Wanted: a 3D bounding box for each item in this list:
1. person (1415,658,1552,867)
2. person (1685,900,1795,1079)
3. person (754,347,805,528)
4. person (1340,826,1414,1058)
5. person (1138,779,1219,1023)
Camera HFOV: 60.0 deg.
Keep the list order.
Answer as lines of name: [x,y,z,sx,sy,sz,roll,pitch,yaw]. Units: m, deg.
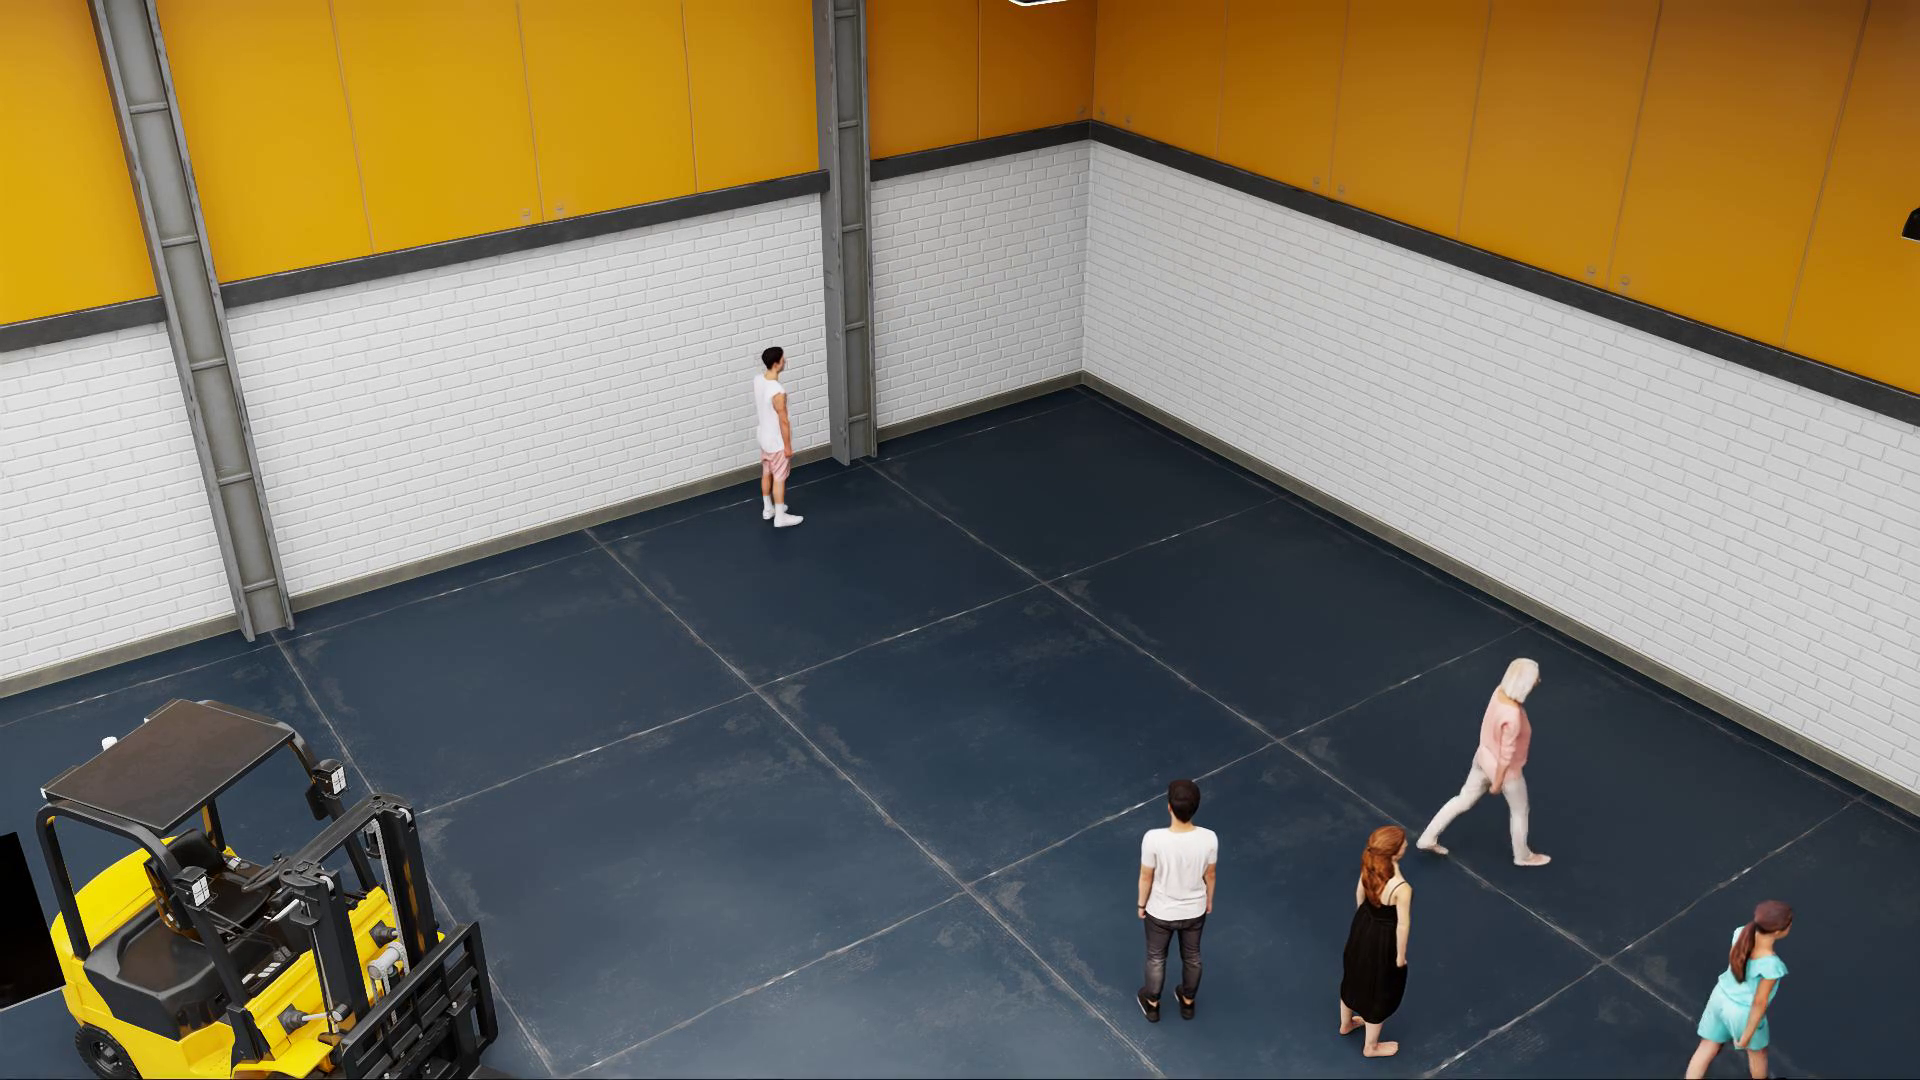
person: [3.565,1.528,11.307,1.219,1.682,1.009,-1,29,-2]
person: [4.324,2.666,9.381,1.011,1.527,0.725,-9,30,-17]
person: [-1.775,-0.985,15.806,0.534,1.785,0.636,-18,33,-30]
person: [2.462,2.354,9.852,0.599,1.624,0.593,-13,31,-23]
person: [1.304,2.192,10.053,0.633,1.718,0.754,-2,29,-4]
